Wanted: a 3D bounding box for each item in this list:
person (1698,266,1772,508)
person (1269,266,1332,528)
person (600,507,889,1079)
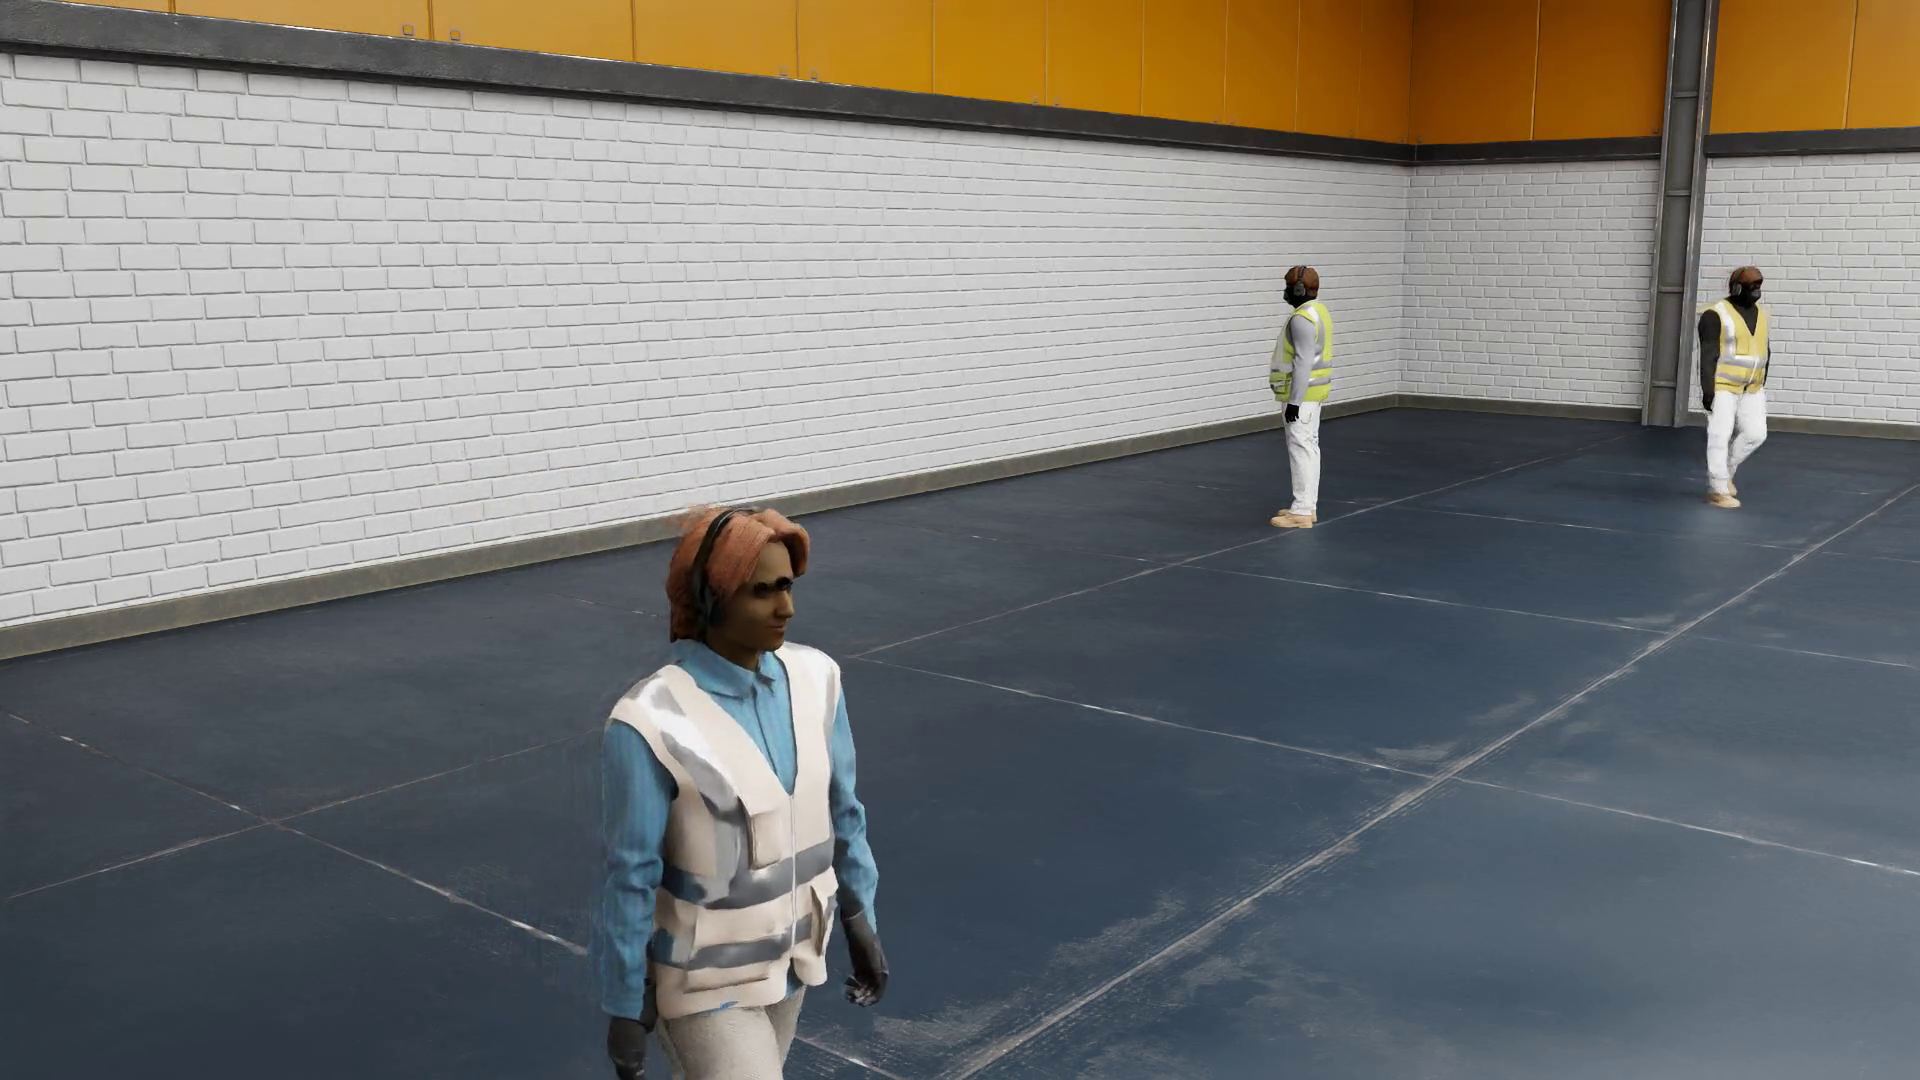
[{"bbox_3d":[5.875,-1.159,12.637,0.638,1.828,0.444,-3,11,-14],"label":"person"},{"bbox_3d":[2.400,-1.009,11.773,0.429,1.841,0.633,4,11,21],"label":"person"},{"bbox_3d":[-0.398,0.721,2.858,0.859,1.598,0.524,7,12,34],"label":"person"}]
